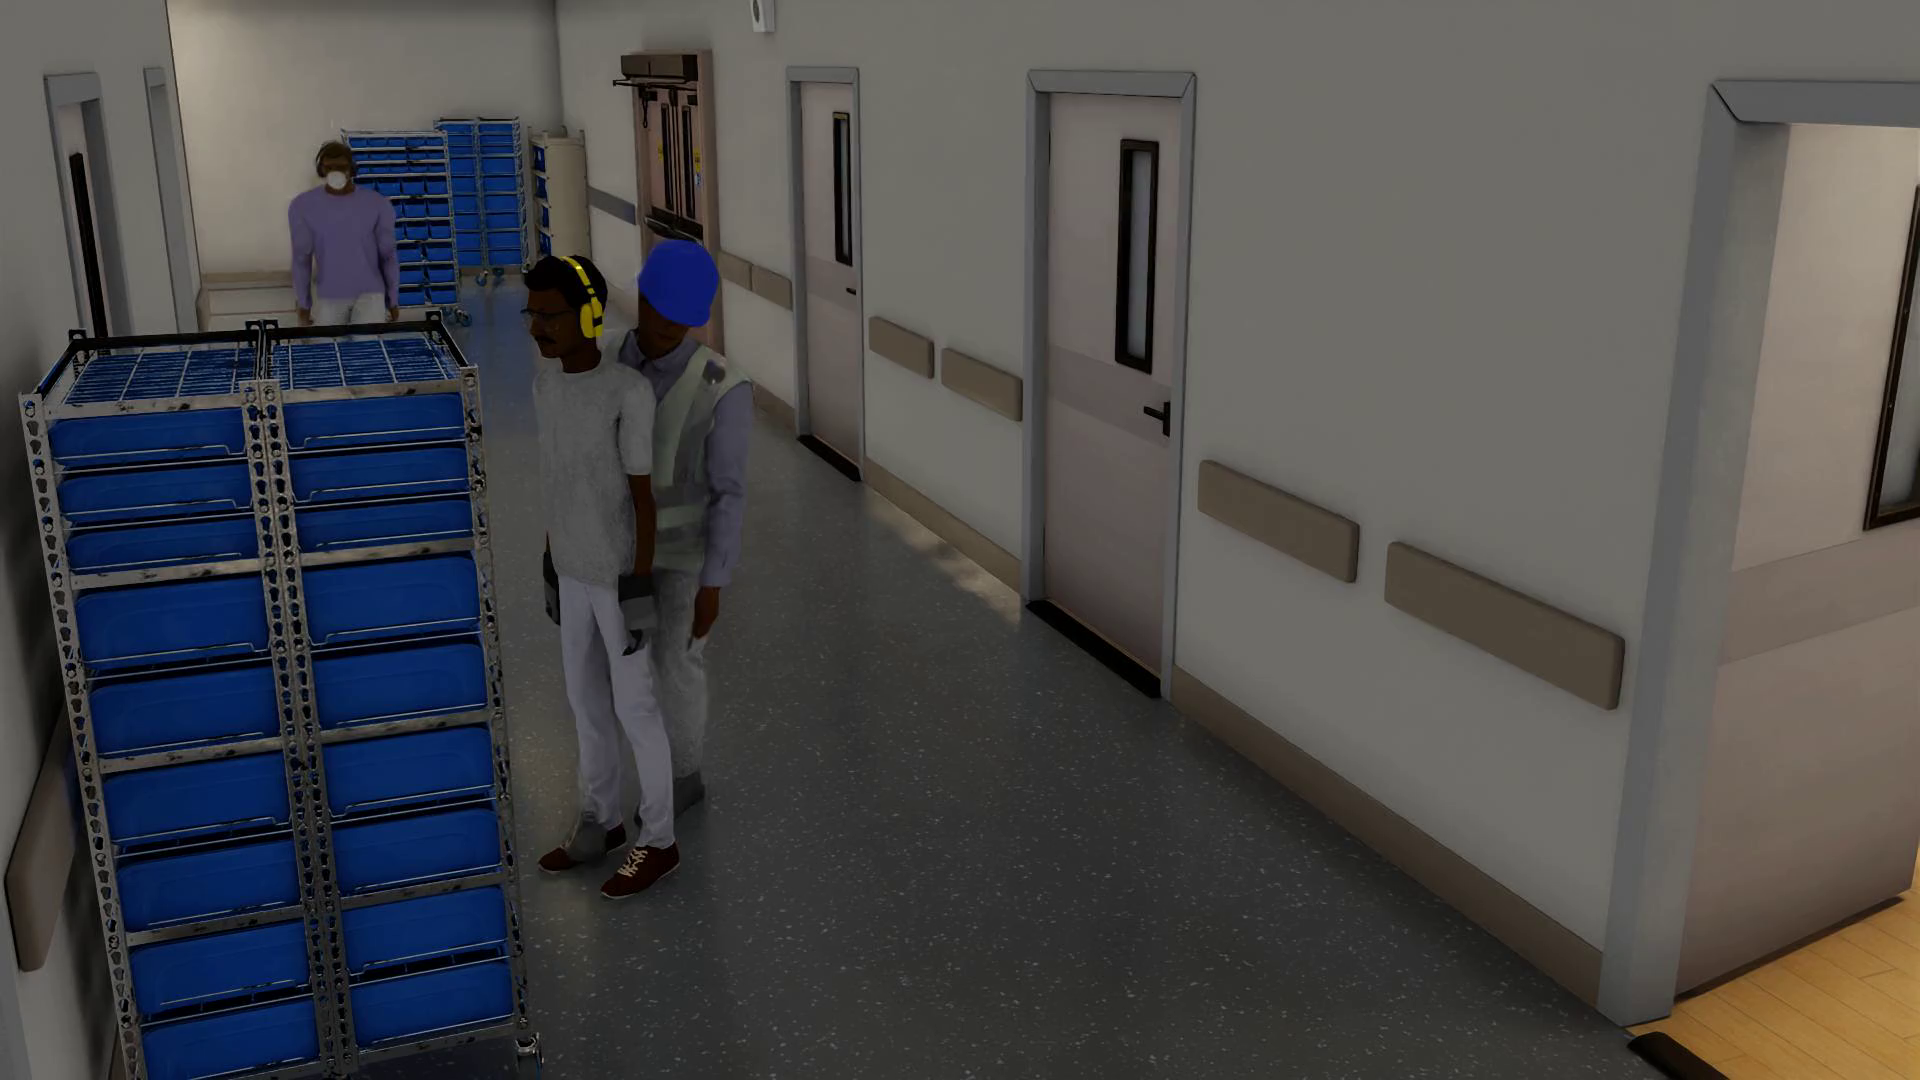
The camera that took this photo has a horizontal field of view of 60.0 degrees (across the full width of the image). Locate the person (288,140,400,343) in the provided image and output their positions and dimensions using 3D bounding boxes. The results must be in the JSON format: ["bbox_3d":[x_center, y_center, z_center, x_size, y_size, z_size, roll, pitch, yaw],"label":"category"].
[{"bbox_3d":[-3.814,-1.539,10.421,0.634,1.915,0.773,-4,17,-15],"label":"person"}]

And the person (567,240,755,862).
[{"bbox_3d":[-0.935,0.046,4.974,0.680,1.883,0.740,4,17,13],"label":"person"}]

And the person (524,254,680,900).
[{"bbox_3d":[-1.055,0.116,4.789,0.496,1.861,0.333,13,20,37],"label":"person"}]
